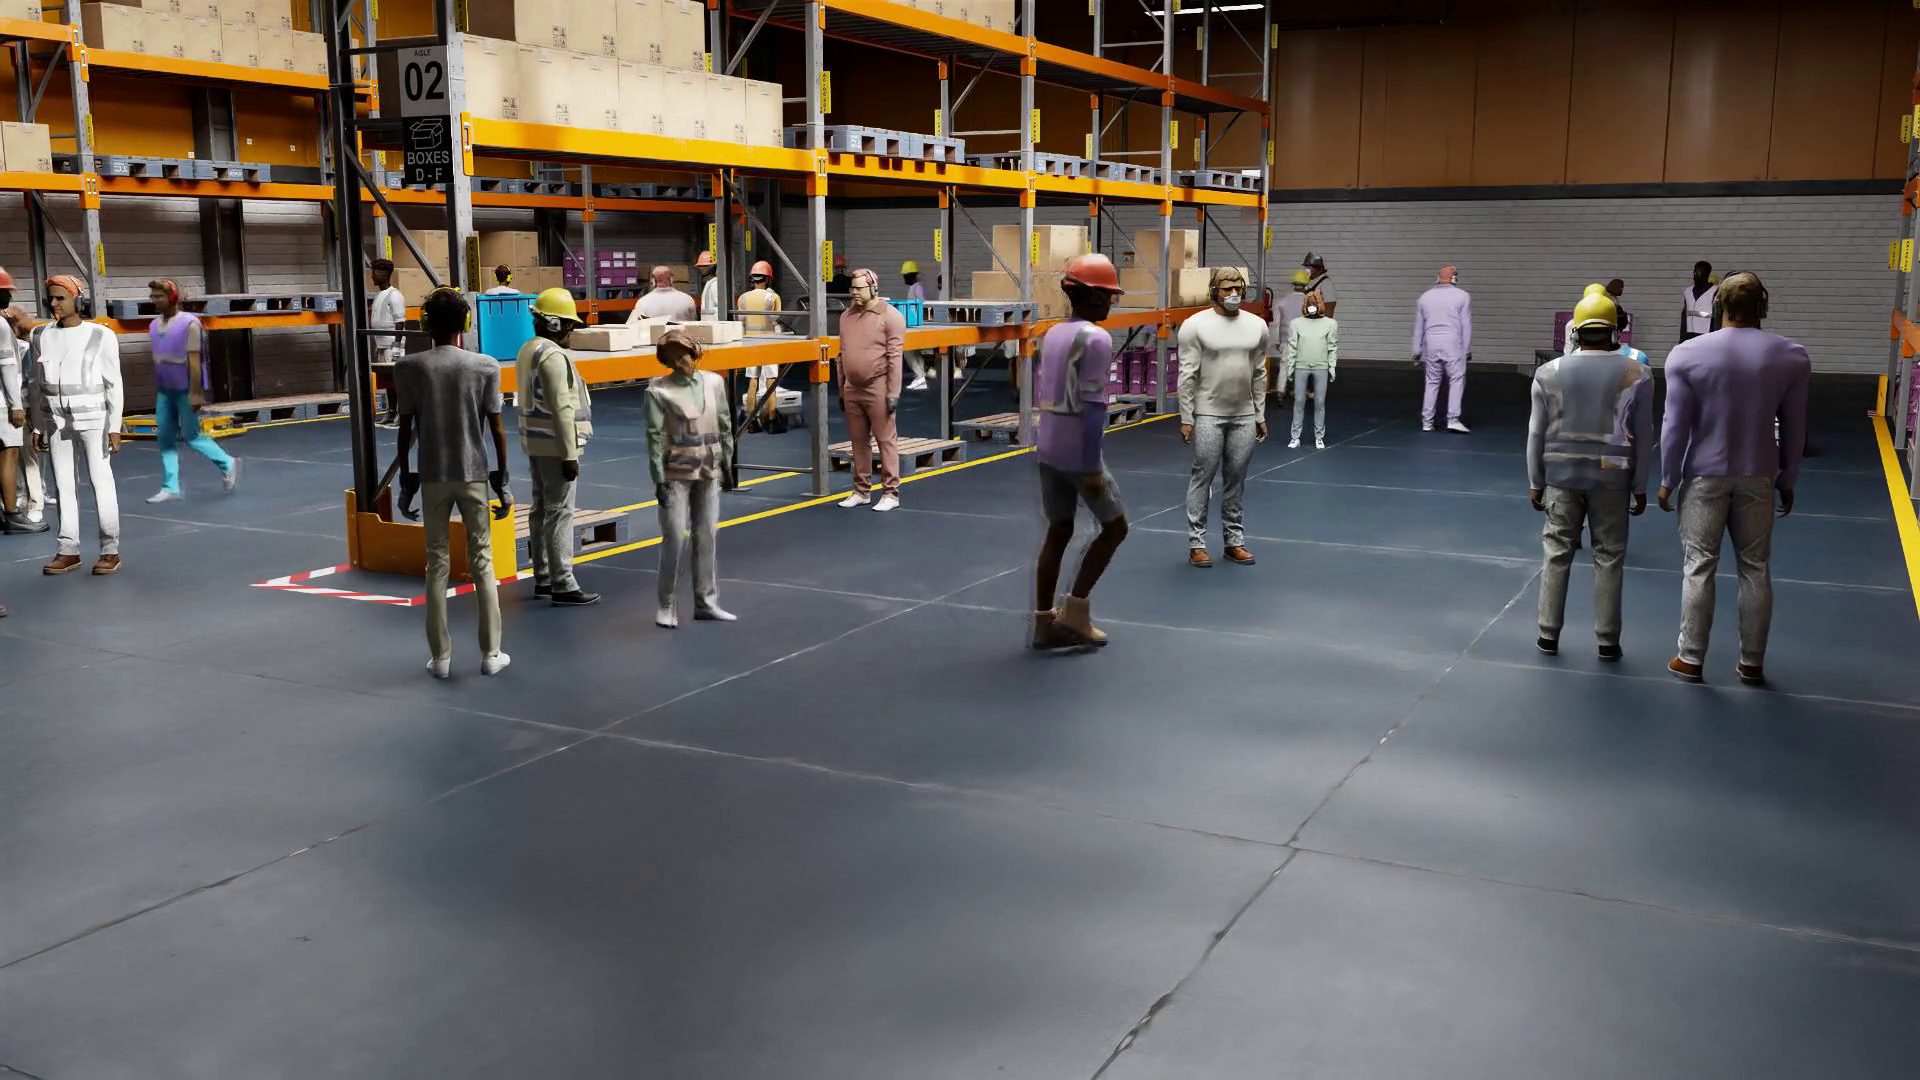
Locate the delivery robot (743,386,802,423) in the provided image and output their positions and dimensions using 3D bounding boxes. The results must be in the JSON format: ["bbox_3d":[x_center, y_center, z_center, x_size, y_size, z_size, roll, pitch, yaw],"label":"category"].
[{"bbox_3d":[-2.152,-1.592,19.119,0.477,0.478,0.707,8,13,39],"label":"delivery robot"}]

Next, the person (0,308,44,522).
[{"bbox_3d":[-7.117,-0.931,12.426,0.515,1.641,0.308,0,10,0],"label":"person"}]

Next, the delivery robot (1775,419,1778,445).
[{"bbox_3d":[8.322,-1.197,16.829,0.477,0.478,0.707,5,11,28],"label":"delivery robot"}]

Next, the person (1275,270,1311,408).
[{"bbox_3d":[4.379,-2.615,21.743,0.609,1.800,0.868,5,11,26],"label":"person"}]

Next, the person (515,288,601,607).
[{"bbox_3d":[-2.323,-0.529,9.573,0.403,1.823,0.588,-6,12,-32],"label":"person"}]

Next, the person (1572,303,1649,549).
[{"bbox_3d":[4.326,-0.733,11.183,0.534,1.672,0.322,7,12,37],"label":"person"}]

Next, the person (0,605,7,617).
[{"bbox_3d":[-5.519,-0.492,9.032,0.374,1.936,0.627,3,10,15],"label":"person"}]

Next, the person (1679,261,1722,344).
[{"bbox_3d":[9.592,-2.643,21.529,0.371,1.916,0.597,-5,11,-26],"label":"person"}]

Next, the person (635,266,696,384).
[{"bbox_3d":[-3.080,-1.926,17.458,0.666,1.887,0.476,-2,10,-13],"label":"person"}]

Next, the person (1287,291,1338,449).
[{"bbox_3d":[3.638,-1.754,17.206,0.504,1.632,0.269,3,10,15],"label":"person"}]

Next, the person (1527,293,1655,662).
[{"bbox_3d":[3.137,-0.310,8.309,0.590,1.826,0.404,5,11,27],"label":"person"}]

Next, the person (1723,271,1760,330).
[{"bbox_3d":[10.037,-2.577,21.558,0.864,1.792,0.647,-6,12,-32],"label":"person"}]

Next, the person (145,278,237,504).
[{"bbox_3d":[-6.342,-1.226,13.610,0.583,1.822,0.712,5,11,26],"label":"person"}]

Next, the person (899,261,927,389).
[{"bbox_3d":[-0.691,-3.159,24.553,0.493,1.905,0.621,-3,10,-14],"label":"person"}]

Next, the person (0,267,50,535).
[{"bbox_3d":[-6.908,-1.006,11.991,0.542,1.940,0.363,7,12,36],"label":"person"}]

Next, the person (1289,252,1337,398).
[{"bbox_3d":[4.905,-3.002,23.256,0.536,2.000,0.682,-5,11,-26],"label":"person"}]

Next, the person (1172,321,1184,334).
[{"bbox_3d":[3.917,-3.664,28.385,0.530,1.592,0.833,8,13,39],"label":"person"}]

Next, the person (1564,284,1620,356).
[{"bbox_3d":[5.854,-1.502,15.446,0.483,1.738,0.312,4,10,20],"label":"person"}]

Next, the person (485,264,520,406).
[{"bbox_3d":[-6.000,-2.694,21.968,0.537,1.869,0.312,1,10,3],"label":"person"}]

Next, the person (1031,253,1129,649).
[{"bbox_3d":[0.597,-0.429,8.431,0.530,2.014,0.642,-5,11,-25],"label":"person"}]

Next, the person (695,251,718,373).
[{"bbox_3d":[-3.255,-2.738,21.722,0.391,2.040,0.615,-3,10,-15],"label":"person"}]

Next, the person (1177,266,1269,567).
[{"bbox_3d":[1.705,-0.794,10.764,0.636,1.939,0.362,-3,10,-18],"label":"person"}]

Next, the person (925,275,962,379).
[{"bbox_3d":[-0.299,-3.418,26.708,0.766,1.669,0.547,-5,11,-25],"label":"person"}]

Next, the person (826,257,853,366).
[{"bbox_3d":[-2.108,-4.042,29.526,0.608,1.958,0.995,0,10,-2],"label":"person"}]

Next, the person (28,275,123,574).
[{"bbox_3d":[-5.567,-0.716,10.477,0.573,1.883,0.355,0,10,1],"label":"person"}]

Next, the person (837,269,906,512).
[{"bbox_3d":[-0.731,-1.176,13.101,0.641,1.900,0.404,7,12,35],"label":"person"}]

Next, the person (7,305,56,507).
[{"bbox_3d":[-7.408,-1.050,13.179,0.541,1.613,0.354,-7,12,-34],"label":"person"}]

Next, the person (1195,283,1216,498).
[{"bbox_3d":[2.104,-1.235,13.504,0.518,1.877,0.326,6,11,31],"label":"person"}]

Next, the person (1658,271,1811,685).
[{"bbox_3d":[3.601,-0.280,7.803,0.630,1.935,0.369,2,10,13],"label":"person"}]

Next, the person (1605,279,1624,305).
[{"bbox_3d":[10.023,-3.193,25.570,0.295,1.623,0.510,1,10,8],"label":"person"}]

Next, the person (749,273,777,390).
[{"bbox_3d":[-2.424,-2.409,20.435,0.429,1.835,0.629,-4,11,-24],"label":"person"}]

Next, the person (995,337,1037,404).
[{"bbox_3d":[0.764,-2.815,22.625,0.567,1.893,0.981,1,10,6],"label":"person"}]

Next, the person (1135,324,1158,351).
[{"bbox_3d":[2.866,-3.202,24.941,0.573,1.865,1.039,8,12,38],"label":"person"}]

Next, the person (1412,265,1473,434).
[{"bbox_3d":[5.421,-2.123,18.634,0.800,1.885,0.530,9,13,43],"label":"person"}]

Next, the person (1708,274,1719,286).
[{"bbox_3d":[10.440,-2.858,23.347,0.533,1.725,0.895,7,12,35],"label":"person"}]

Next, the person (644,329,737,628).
[{"bbox_3d":[-1.480,-0.334,9.038,0.350,1.621,0.561,9,13,41],"label":"person"}]

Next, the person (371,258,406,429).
[{"bbox_3d":[-6.602,-2.266,19.208,0.366,1.967,0.602,-8,13,-39],"label":"person"}]

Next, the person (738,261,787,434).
[{"bbox_3d":[-2.202,-2.146,18.612,0.543,1.934,0.362,4,10,21],"label":"person"}]

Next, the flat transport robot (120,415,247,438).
[{"bbox_3d":[-8.660,-1.248,18.217,1.431,0.197,0.652,1,10,8],"label":"flat transport robot"}]

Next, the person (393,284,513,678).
[{"bbox_3d":[-2.417,-0.268,7.947,0.533,1.861,0.315,-2,10,-13],"label":"person"}]
